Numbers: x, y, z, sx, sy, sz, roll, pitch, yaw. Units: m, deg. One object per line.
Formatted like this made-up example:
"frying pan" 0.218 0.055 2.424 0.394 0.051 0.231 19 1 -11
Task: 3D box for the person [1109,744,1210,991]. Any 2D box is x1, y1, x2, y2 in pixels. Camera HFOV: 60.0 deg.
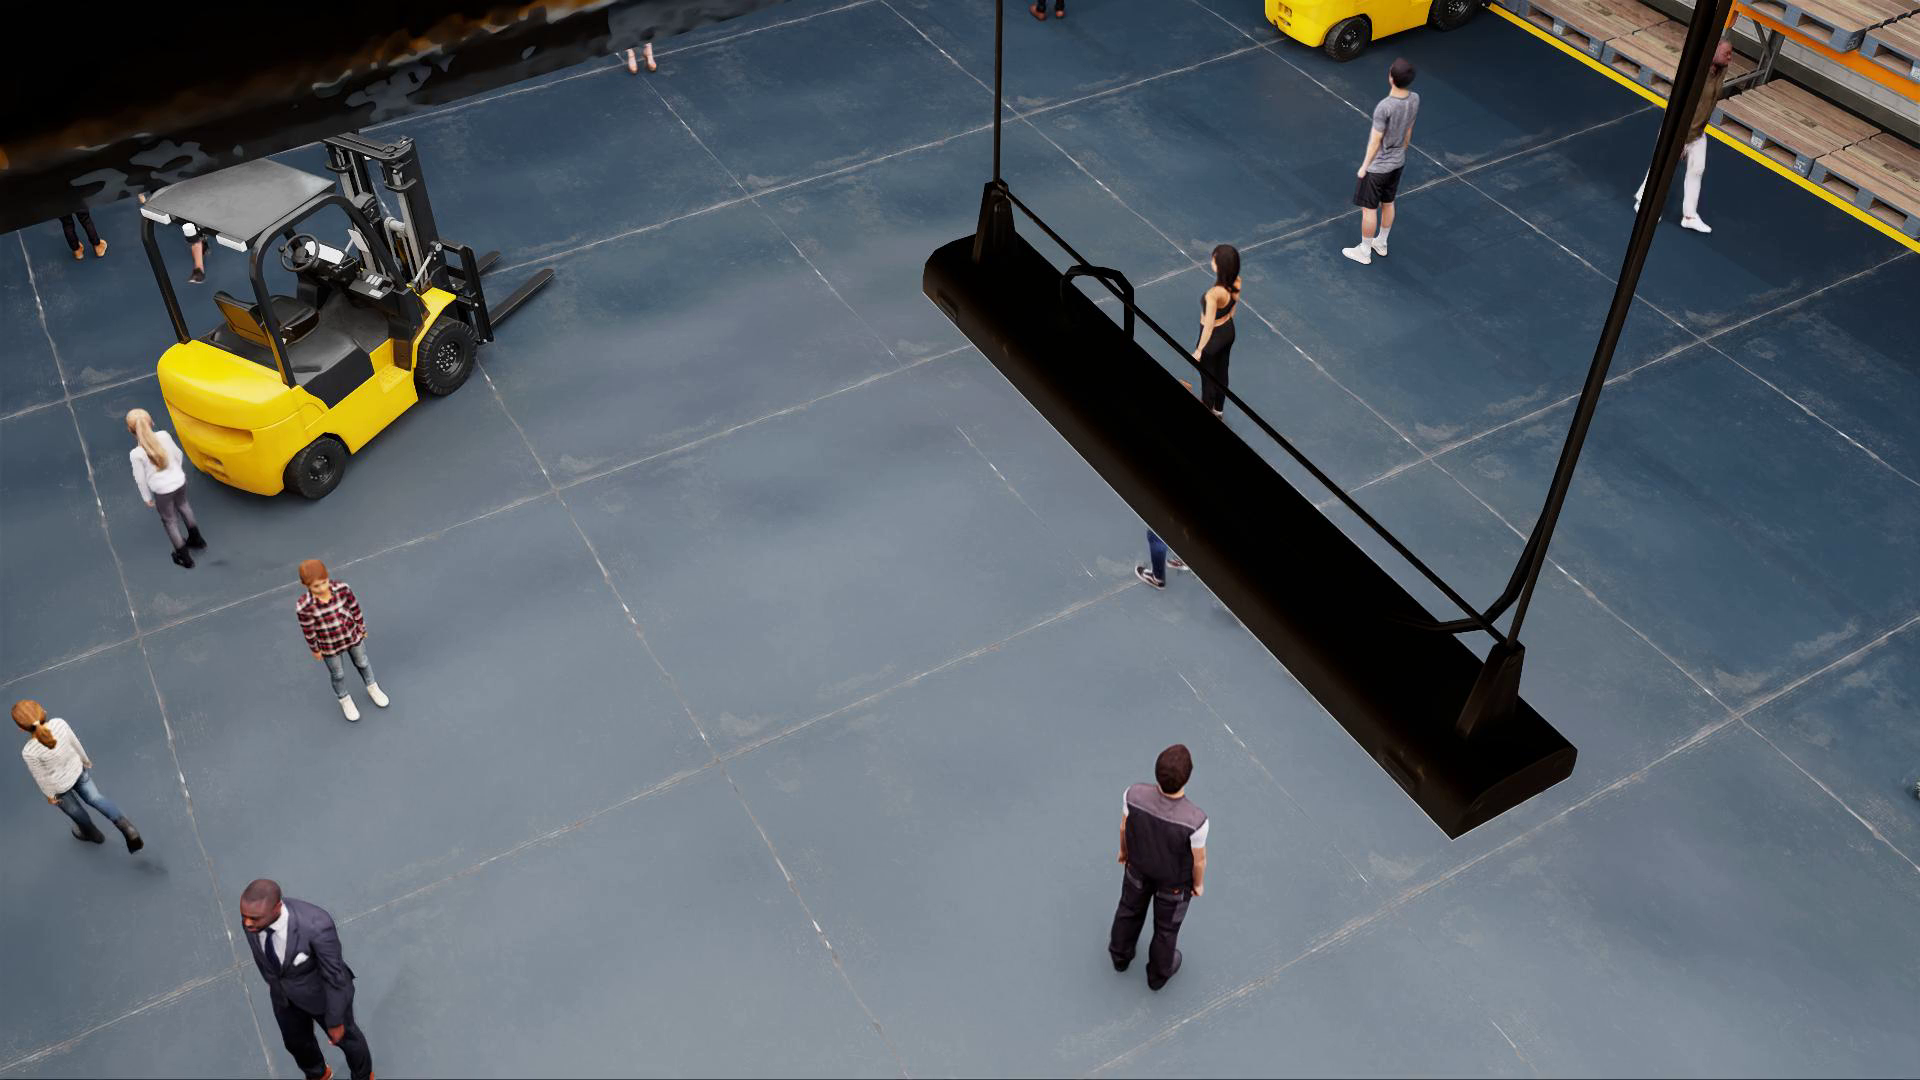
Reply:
"person" 1.072 1.765 8.946 0.698 1.844 0.811 23 48 22

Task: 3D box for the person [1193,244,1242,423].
"person" 1.937 -1.511 12.530 0.585 1.642 0.608 31 52 29

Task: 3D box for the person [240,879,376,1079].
"person" -3.268 2.257 8.447 0.859 1.820 0.917 10 45 10

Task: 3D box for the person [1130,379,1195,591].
"person" 1.446 -0.311 11.226 0.708 1.704 0.724 -34 53 -30

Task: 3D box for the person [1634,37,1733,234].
"person" 6.320 -3.615 14.624 0.812 1.801 0.992 -27 50 -25

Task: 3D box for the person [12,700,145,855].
"person" -5.167 1.414 9.707 0.884 1.301 0.756 17 46 17

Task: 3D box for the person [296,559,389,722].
"person" -3.956 0.601 10.558 0.552 1.305 0.534 -28 50 -27

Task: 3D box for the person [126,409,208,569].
"person" -5.491 -0.374 11.614 0.633 1.260 0.604 18 47 18

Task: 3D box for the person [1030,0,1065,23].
"person" 0.951 -6.398 17.486 0.757 1.883 0.671 -9 44 -9

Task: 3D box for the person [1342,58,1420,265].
"person" 3.620 -3.216 14.153 0.671 1.873 0.553 -25 49 -24
